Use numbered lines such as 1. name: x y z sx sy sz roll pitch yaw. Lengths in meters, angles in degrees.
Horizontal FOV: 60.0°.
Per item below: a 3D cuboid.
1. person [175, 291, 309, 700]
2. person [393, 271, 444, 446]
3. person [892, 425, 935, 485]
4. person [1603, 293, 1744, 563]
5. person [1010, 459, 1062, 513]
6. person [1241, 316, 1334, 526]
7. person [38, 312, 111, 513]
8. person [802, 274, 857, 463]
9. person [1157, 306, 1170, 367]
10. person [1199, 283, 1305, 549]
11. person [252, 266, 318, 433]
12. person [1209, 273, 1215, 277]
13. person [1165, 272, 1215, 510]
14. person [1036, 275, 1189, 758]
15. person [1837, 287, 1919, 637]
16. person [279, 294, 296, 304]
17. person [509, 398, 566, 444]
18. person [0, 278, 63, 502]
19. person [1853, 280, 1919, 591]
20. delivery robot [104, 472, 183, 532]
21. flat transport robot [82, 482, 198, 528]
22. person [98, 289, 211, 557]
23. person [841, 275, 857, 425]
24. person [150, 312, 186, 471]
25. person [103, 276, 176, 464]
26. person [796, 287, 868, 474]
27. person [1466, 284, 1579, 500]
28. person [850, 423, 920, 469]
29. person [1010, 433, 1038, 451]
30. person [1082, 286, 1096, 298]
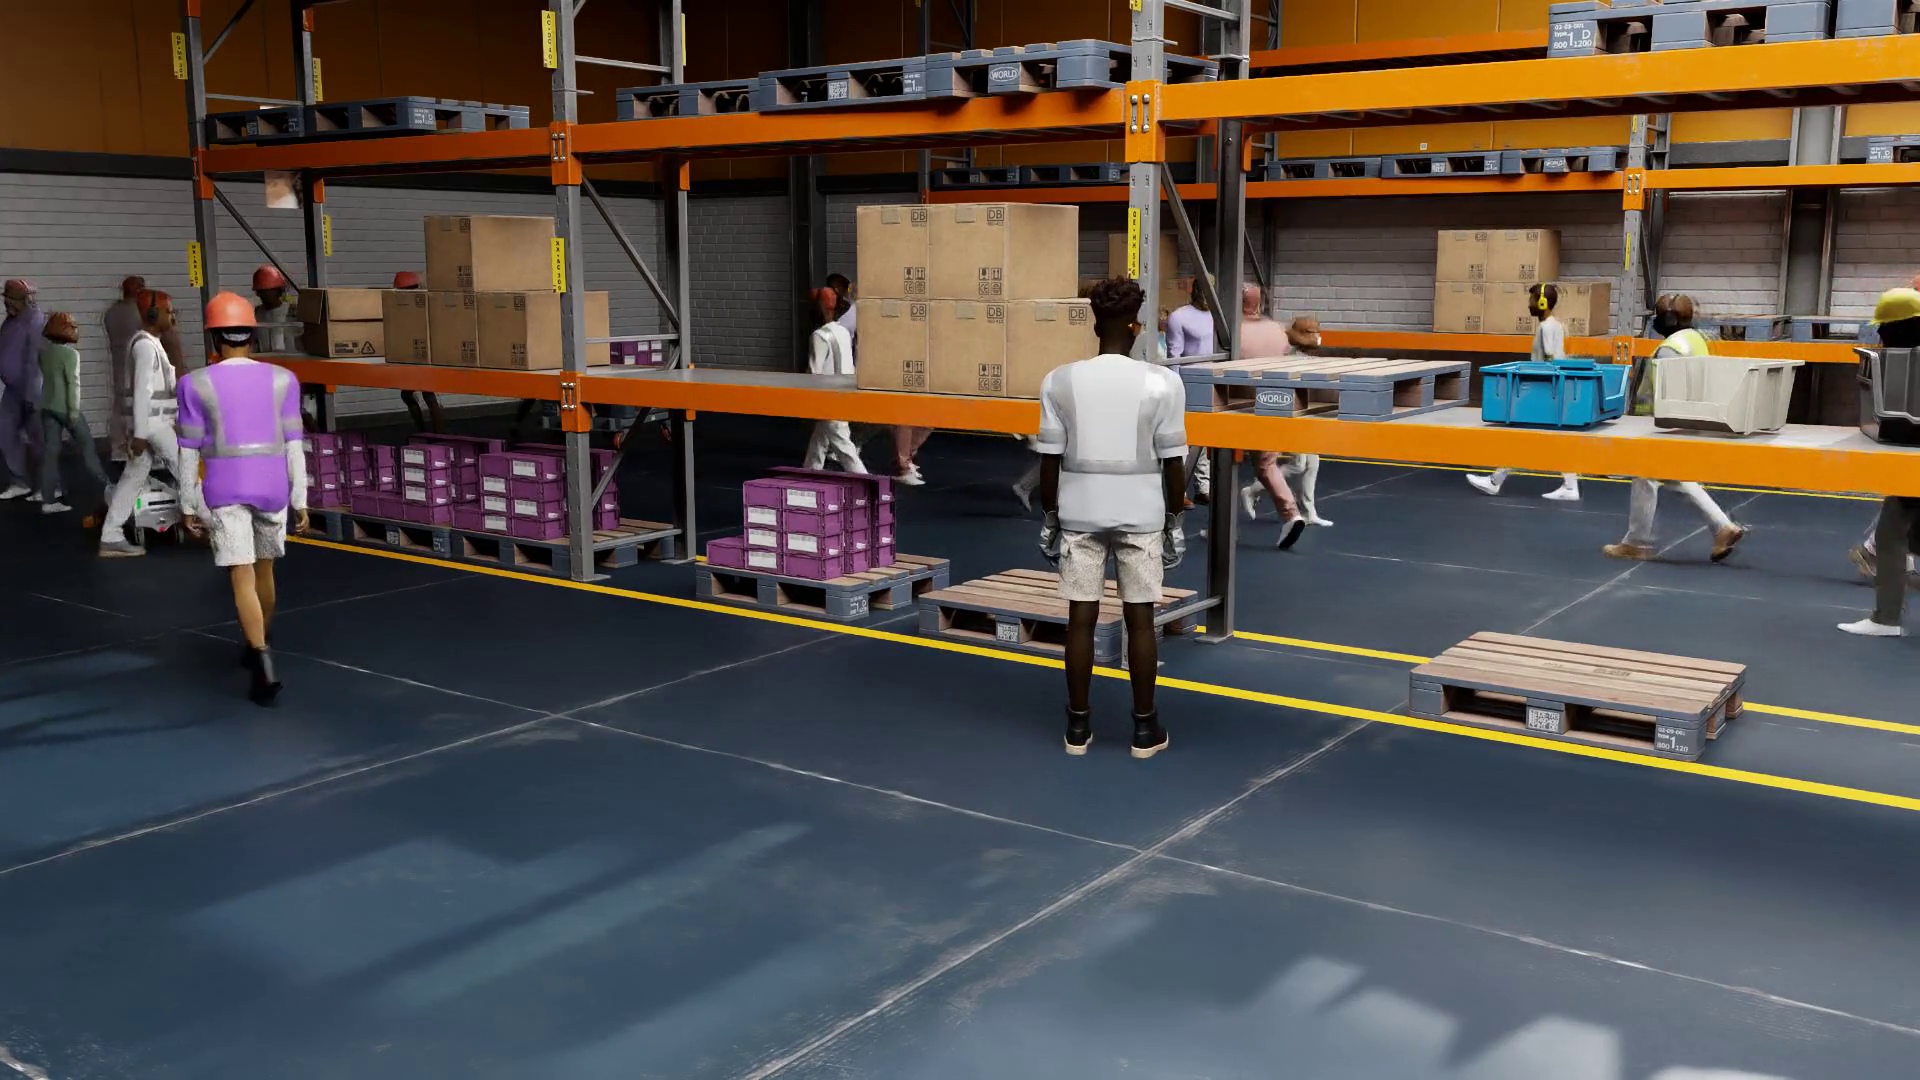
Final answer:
1. person: -3.353 -0.219 7.831 0.553 1.891 1.000 -7 12 -35
2. person: -5.778 -1.894 17.702 0.554 1.907 0.580 -5 11 -28
3. person: -0.436 -1.417 14.977 0.437 1.883 0.655 3 10 17
4. person: 4.802 -0.735 11.089 0.802 1.814 0.629 8 13 41
5. person: 0.712 -0.947 12.926 0.527 1.613 0.543 0 10 -1
6. person: 2.512 -0.896 12.647 0.630 1.610 0.509 3 10 19
7. person: -7.184 -1.041 13.527 0.506 1.601 0.791 4 10 24
8. person: -1.284 -1.711 16.691 0.602 1.896 0.743 4 10 23
9. person: 1.887 -1.485 16.220 0.863 1.596 0.524 8 12 39
10. person: 2.085 -0.877 11.759 0.647 1.871 0.889 -5 11 -28
11. person: -6.181 -1.540 15.404 0.654 1.985 0.869 2 10 13
12. person: 2.401 -1.713 16.655 0.849 1.910 0.550 7 12 38
13. person: 1.955 -1.216 13.604 0.627 1.935 0.371 -6 11 -31
14. person: 0.621 -0.089 6.794 0.613 1.962 0.364 2 10 12
15. person: 5.173 -0.387 8.817 0.761 1.893 0.600 8 12 39
16. person: -6.550 -1.500 15.999 0.530 1.705 0.856 5 11 28
17. person: -4.638 -1.874 18.349 0.534 1.655 0.822 5 11 29
18. person: -7.862 -1.239 13.879 0.690 1.886 0.588 7 12 36
19. person: 5.861 -0.660 10.145 0.650 1.977 0.431 -5 11 -29
20. delivery robot: -5.787 -0.273 11.803 0.477 0.478 0.707 -9 13 -43
21. flat transport robot: -6.164 -0.294 13.049 0.652 0.197 1.431 1 10 3
22. person: -5.461 -0.798 11.422 1.036 1.821 0.595 -5 11 -29
23. person: -1.404 -2.311 20.355 0.572 1.855 0.593 1 10 8
24. person: -7.610 -1.484 16.151 0.748 1.609 0.521 -3 10 -18
25. person: -8.239 -1.718 16.790 0.668 1.856 0.971 4 10 21
26. person: -0.982 -1.016 12.753 1.003 1.833 0.594 3 10 15
27. person: 4.863 -1.254 14.155 0.959 1.818 0.561 5 11 28
28. person: -0.763 -1.553 16.321 0.818 1.703 0.485 5 11 26
29. person: 0.692 -1.895 17.743 0.606 1.895 0.710 -9 13 -42
30. person: 1.072 -1.175 13.685 0.456 1.822 0.661 5 11 28
